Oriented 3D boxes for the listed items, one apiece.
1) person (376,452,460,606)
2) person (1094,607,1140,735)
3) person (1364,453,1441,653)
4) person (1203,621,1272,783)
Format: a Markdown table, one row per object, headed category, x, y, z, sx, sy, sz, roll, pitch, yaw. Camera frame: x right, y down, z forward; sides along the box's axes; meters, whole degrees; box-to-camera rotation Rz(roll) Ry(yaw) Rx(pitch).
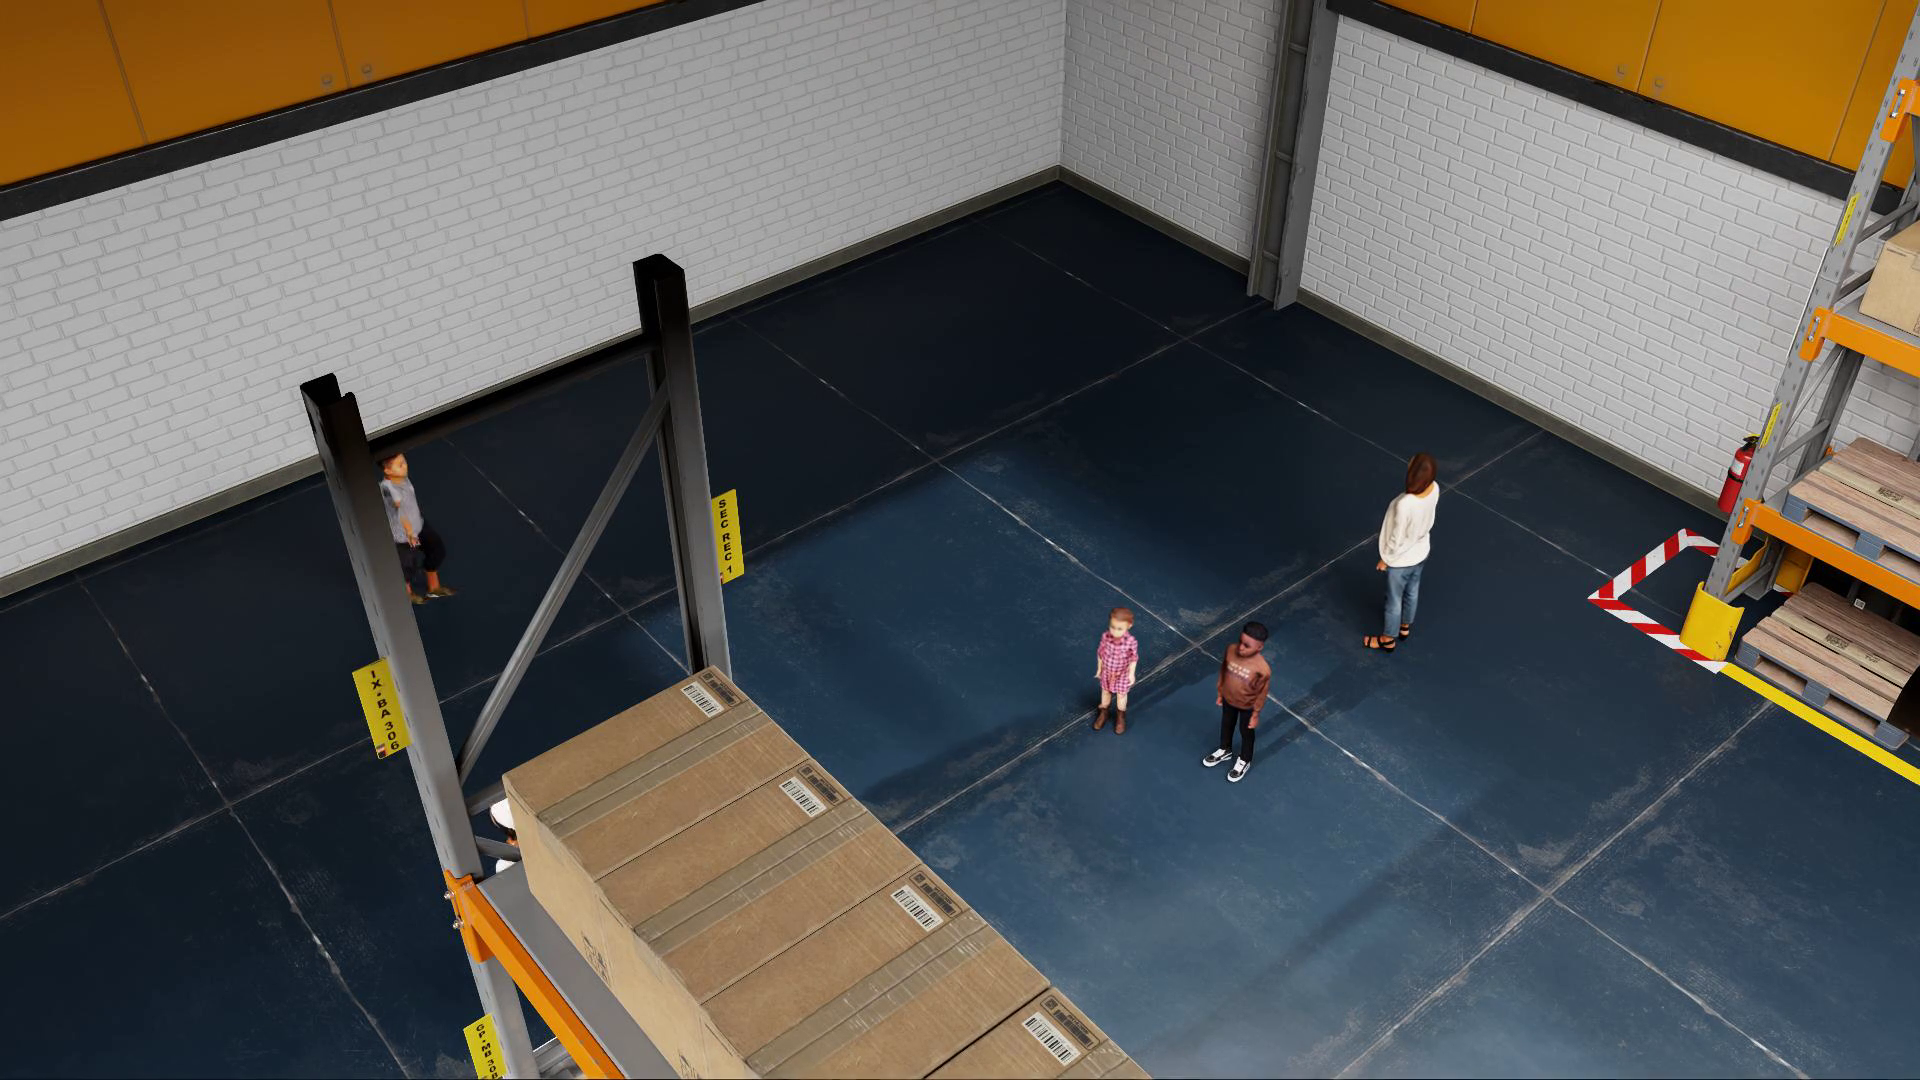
| category | x | y | z | sx | sy | sz | roll | pitch | yaw |
| --- | --- | --- | --- | --- | --- | --- | --- | --- | --- |
| person | -4.103 | -0.128 | 12.087 | 0.818 | 1.444 | 0.757 | 1 | 39 | 1 |
| person | 1.062 | 0.856 | 11.193 | 0.483 | 1.022 | 0.559 | 13 | 40 | 15 |
| person | 3.126 | 0.087 | 11.626 | 0.613 | 1.683 | 0.538 | -29 | 47 | -31 |
| person | 1.835 | 1.021 | 10.799 | 0.591 | 1.255 | 0.434 | -31 | 48 | -33 |
